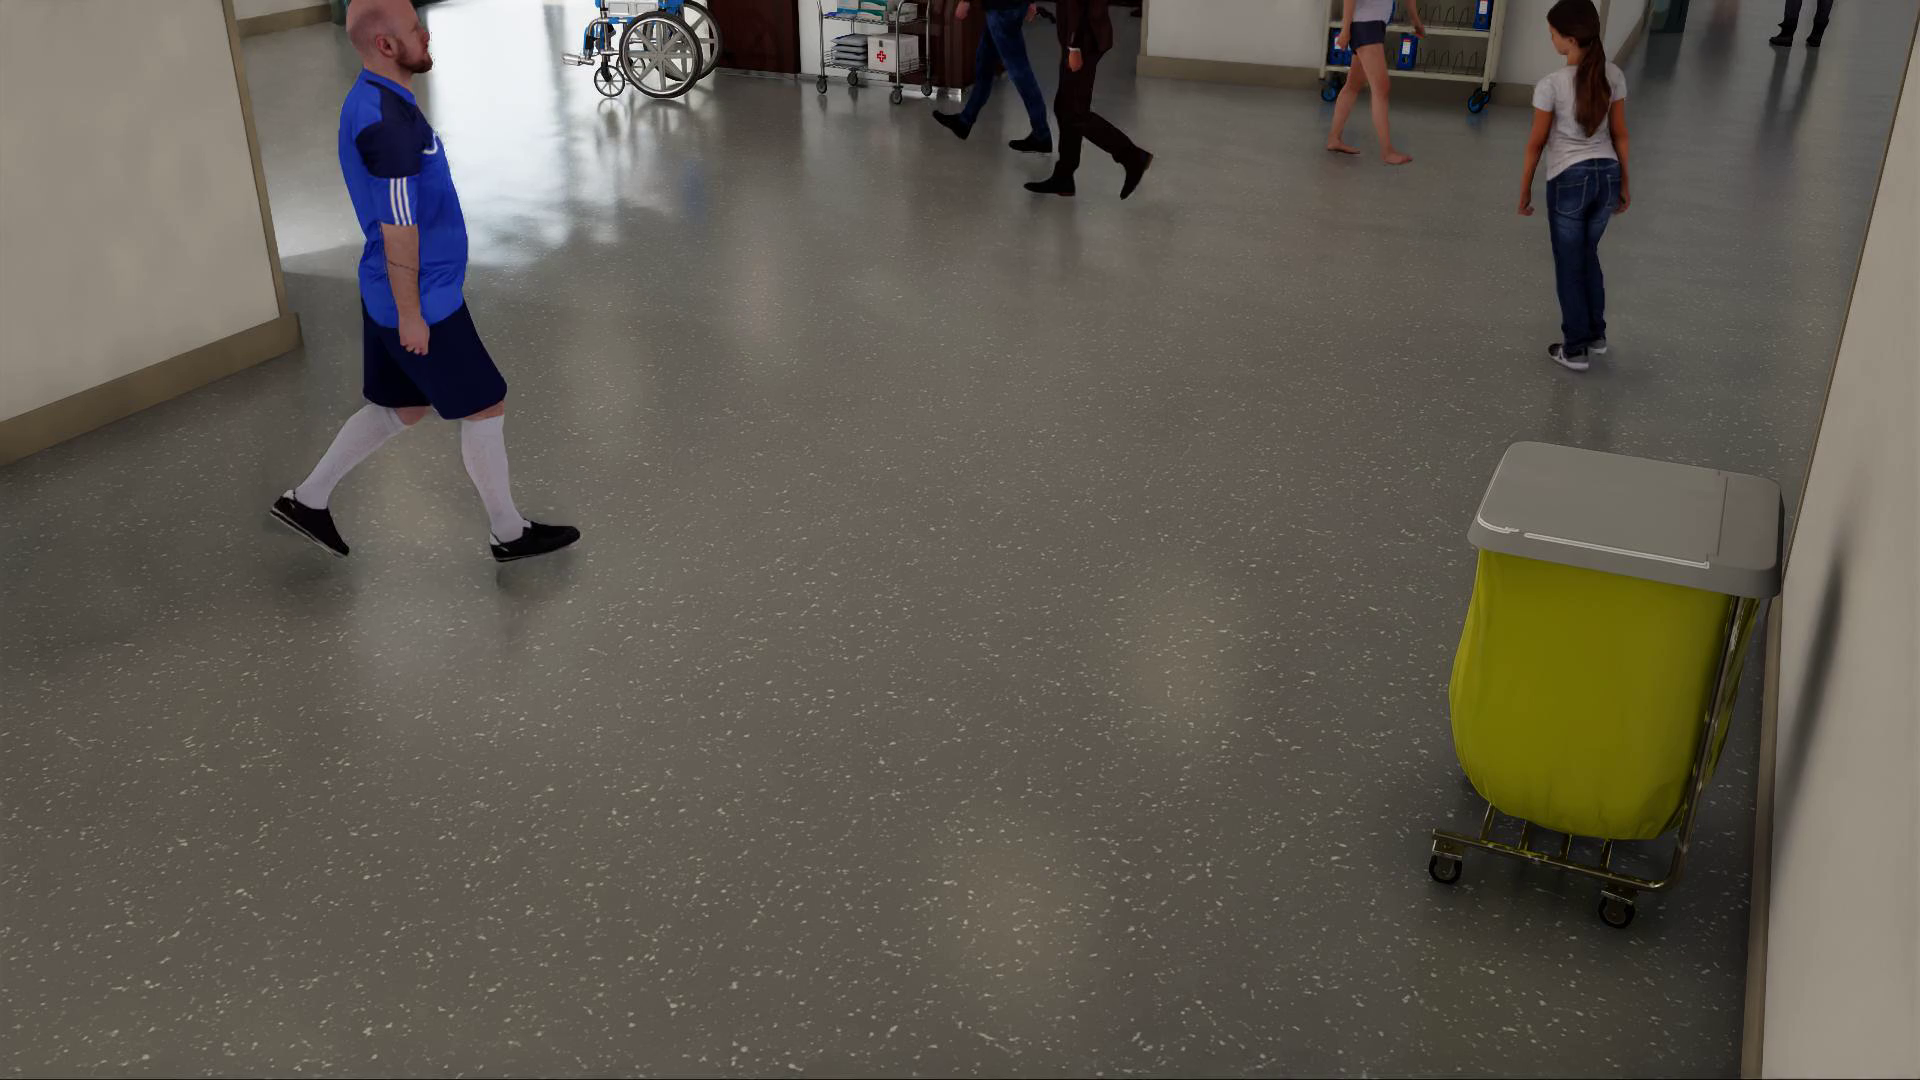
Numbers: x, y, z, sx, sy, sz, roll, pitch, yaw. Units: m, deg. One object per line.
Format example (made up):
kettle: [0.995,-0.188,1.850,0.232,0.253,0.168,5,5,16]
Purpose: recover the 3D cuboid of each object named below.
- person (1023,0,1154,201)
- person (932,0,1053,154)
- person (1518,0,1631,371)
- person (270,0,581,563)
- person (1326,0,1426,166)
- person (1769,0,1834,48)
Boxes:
person: [0.773,-2.837,9.452,1.053,1.844,0.743,9,27,18]
person: [0.363,-3.351,10.531,1.124,1.831,0.675,11,28,22]
person: [2.625,-1.465,6.973,0.700,1.524,0.790,2,26,5]
person: [-1.753,-0.717,5.093,1.225,1.810,1.180,-10,27,-20]
person: [2.509,-3.241,10.482,1.016,1.676,0.812,20,32,35]
person: [7.494,-5.258,14.486,0.665,1.832,0.797,1,26,2]
